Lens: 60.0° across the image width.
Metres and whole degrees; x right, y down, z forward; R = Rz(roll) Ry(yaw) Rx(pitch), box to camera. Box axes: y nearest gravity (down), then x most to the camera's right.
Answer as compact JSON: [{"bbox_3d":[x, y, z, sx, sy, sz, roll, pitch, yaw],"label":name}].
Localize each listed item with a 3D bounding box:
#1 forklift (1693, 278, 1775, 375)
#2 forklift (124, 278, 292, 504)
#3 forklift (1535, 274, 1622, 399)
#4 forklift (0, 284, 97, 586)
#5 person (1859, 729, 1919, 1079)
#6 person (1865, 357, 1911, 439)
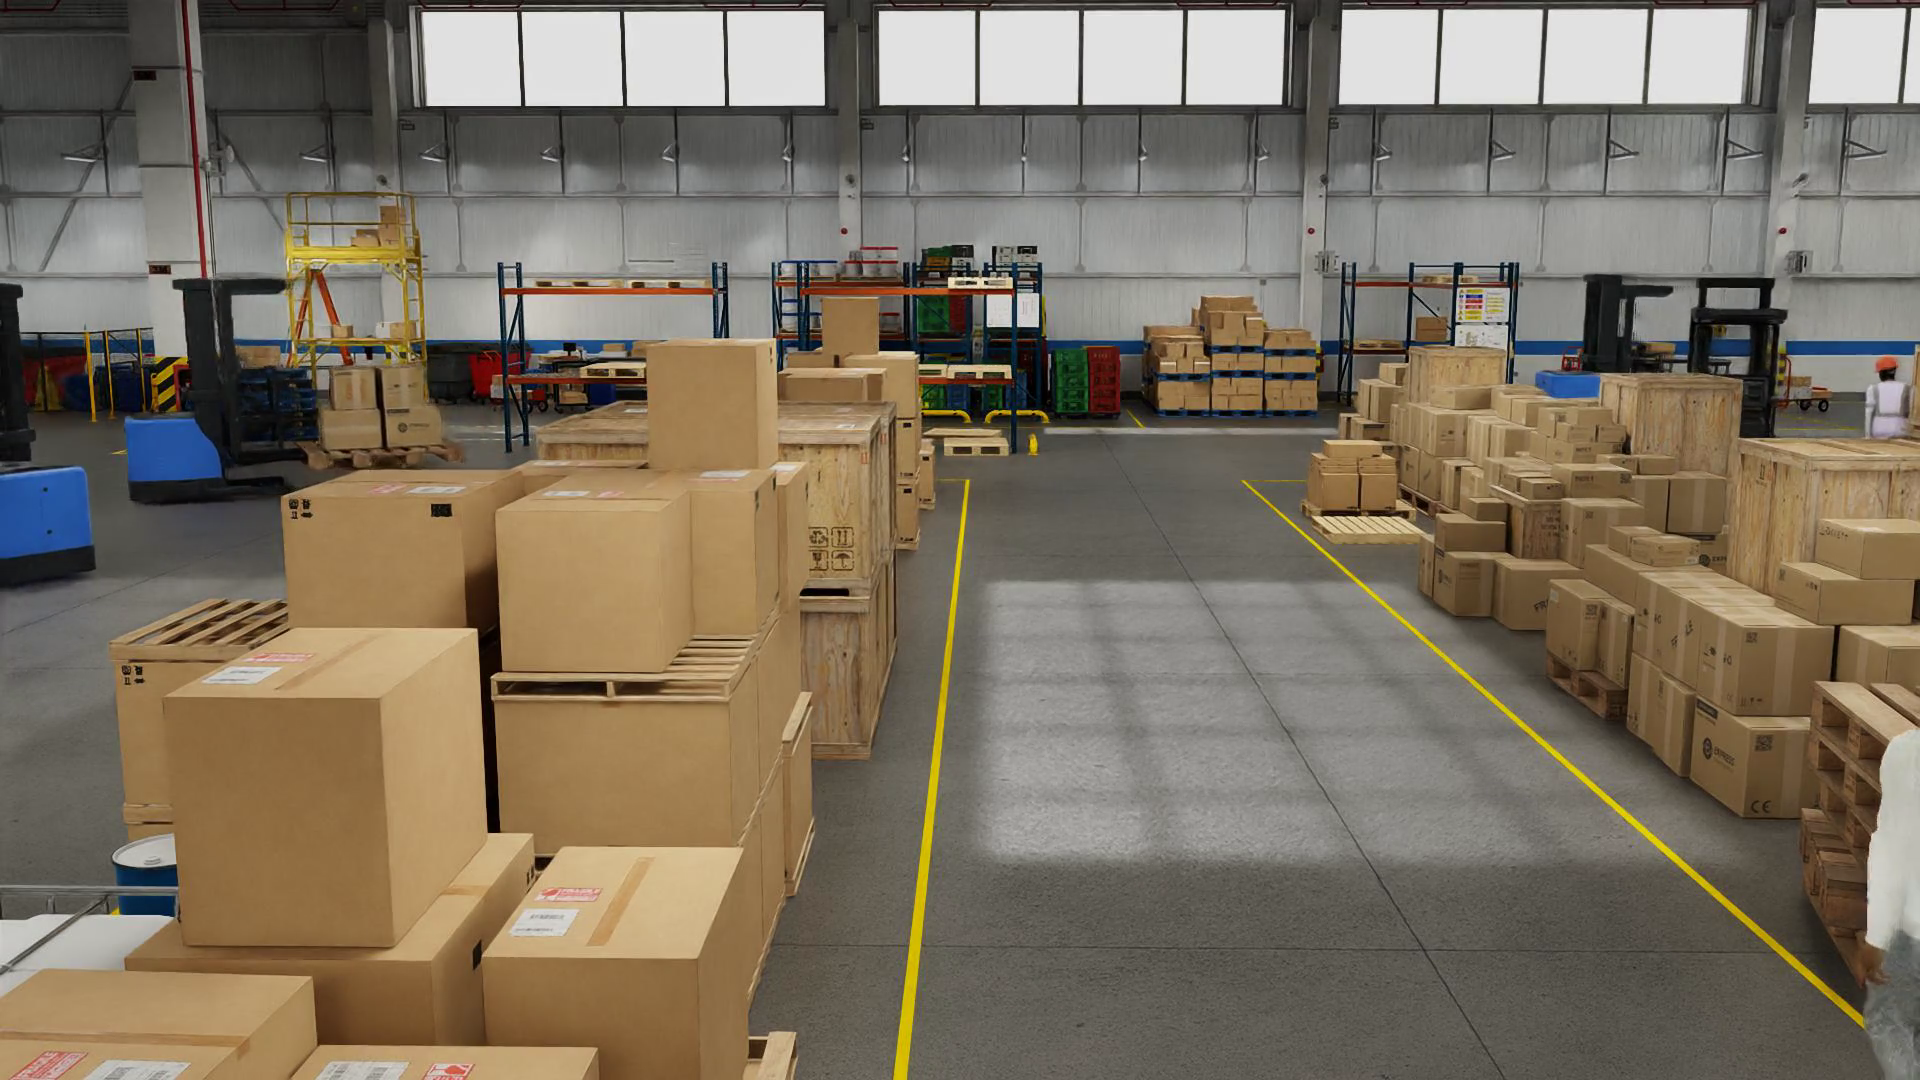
[{"bbox_3d":[10.431,-2.164,22.600,1.129,2.768,1.873,3,10,19],"label":"forklift"},{"bbox_3d":[-9.704,-1.946,21.293,1.873,2.768,1.129,-5,11,-27],"label":"forklift"},{"bbox_3d":[11.228,-3.280,29.282,1.873,2.768,1.129,0,9,1],"label":"forklift"},{"bbox_3d":[-9.383,-1.046,15.903,1.873,2.768,1.129,6,11,30],"label":"forklift"},{"bbox_3d":[3.129,1.221,5.182,0.650,1.922,0.431,0,9,2],"label":"person"},{"bbox_3d":[11.529,-1.333,20.657,0.572,1.870,1.049,5,11,27],"label":"person"}]
